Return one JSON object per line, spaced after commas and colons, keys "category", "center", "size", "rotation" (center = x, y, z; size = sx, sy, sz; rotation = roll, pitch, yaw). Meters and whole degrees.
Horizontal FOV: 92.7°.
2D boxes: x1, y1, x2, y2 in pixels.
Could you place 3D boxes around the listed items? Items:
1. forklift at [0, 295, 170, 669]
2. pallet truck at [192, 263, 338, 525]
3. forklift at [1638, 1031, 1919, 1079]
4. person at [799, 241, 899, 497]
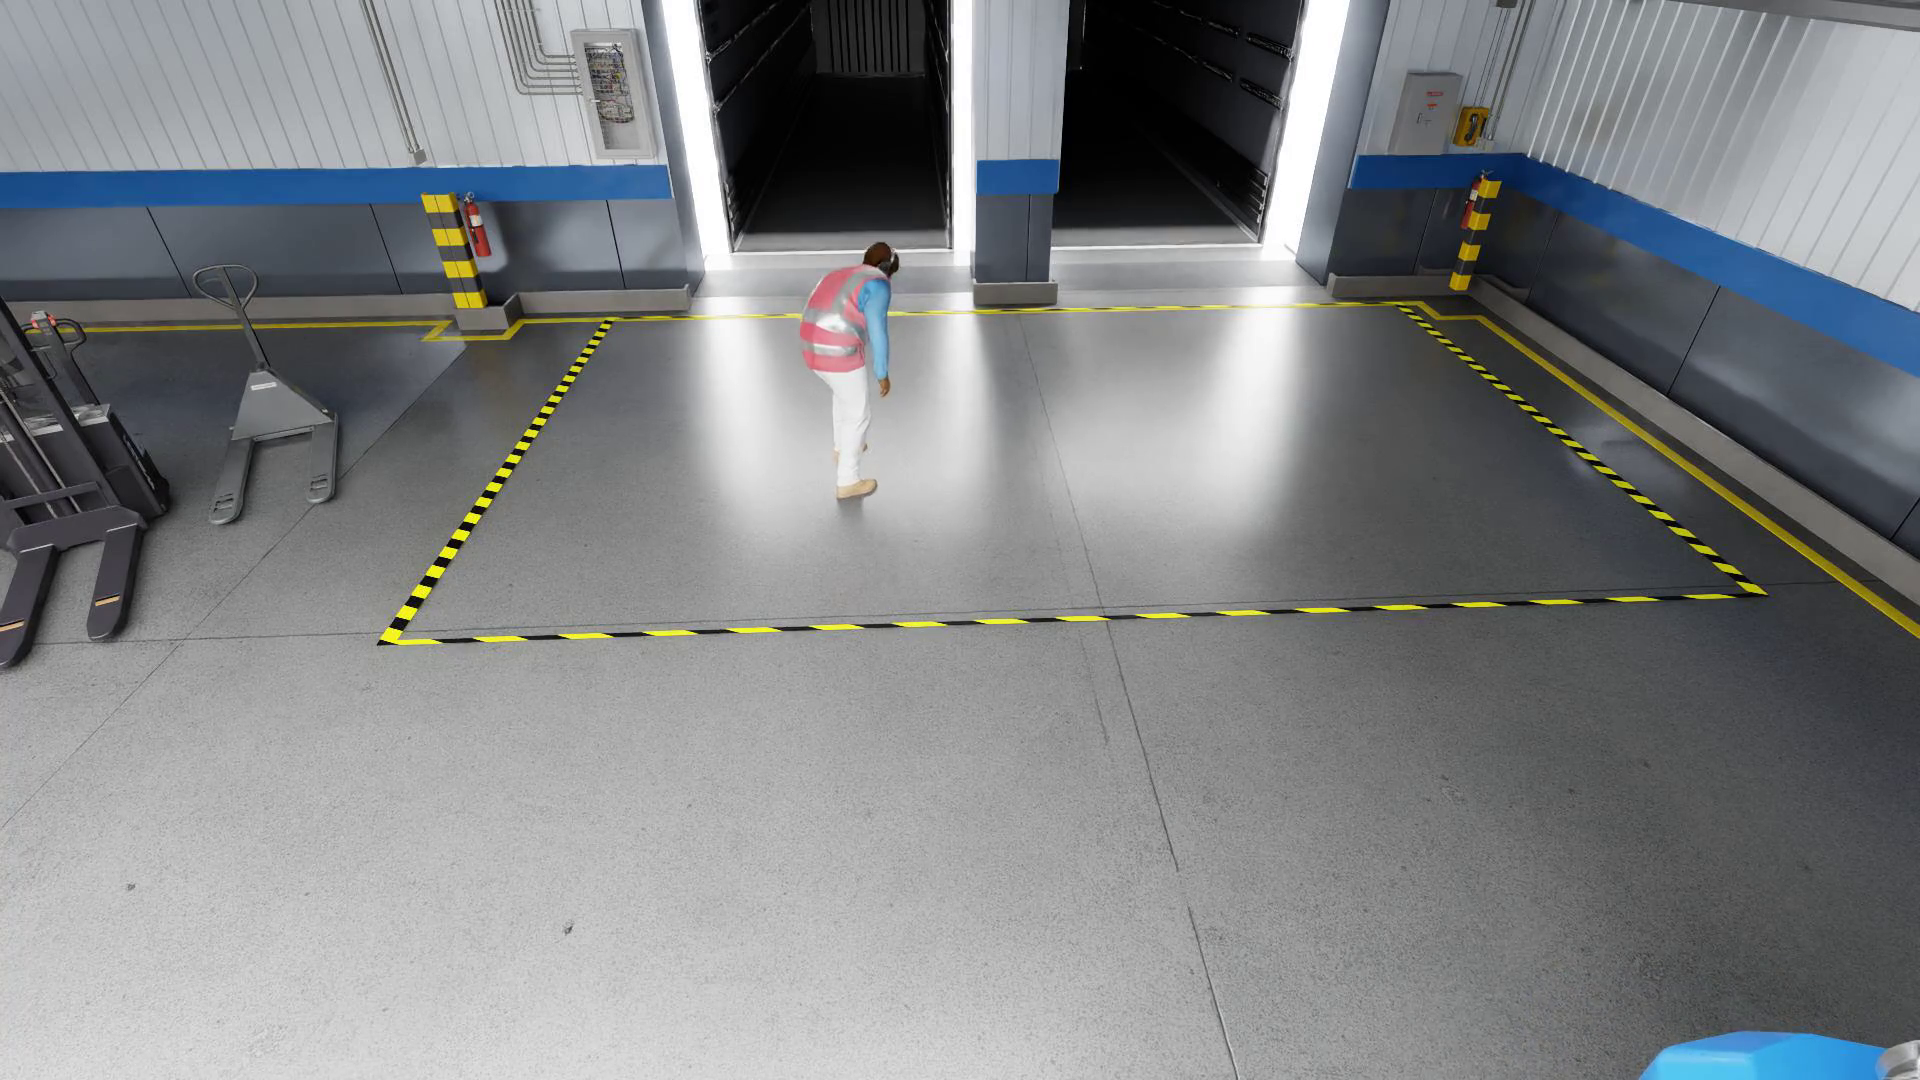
{"category": "forklift", "center": [-5.212, -0.618, 4.878], "size": [0.823, 1.965, 1.885], "rotation": [-20, 39, -26]}
{"category": "pallet truck", "center": [-4.778, -1.027, 6.128], "size": [0.680, 1.201, 1.601], "rotation": [-17, 38, -23]}
{"category": "forklift", "center": [2.856, 1.540, 1.466], "size": [2.680, 2.036, 1.157], "rotation": [11, 36, 16]}
{"category": "person", "center": [-0.638, -1.130, 6.074], "size": [0.861, 1.492, 0.792], "rotation": [-29, 44, -34]}
